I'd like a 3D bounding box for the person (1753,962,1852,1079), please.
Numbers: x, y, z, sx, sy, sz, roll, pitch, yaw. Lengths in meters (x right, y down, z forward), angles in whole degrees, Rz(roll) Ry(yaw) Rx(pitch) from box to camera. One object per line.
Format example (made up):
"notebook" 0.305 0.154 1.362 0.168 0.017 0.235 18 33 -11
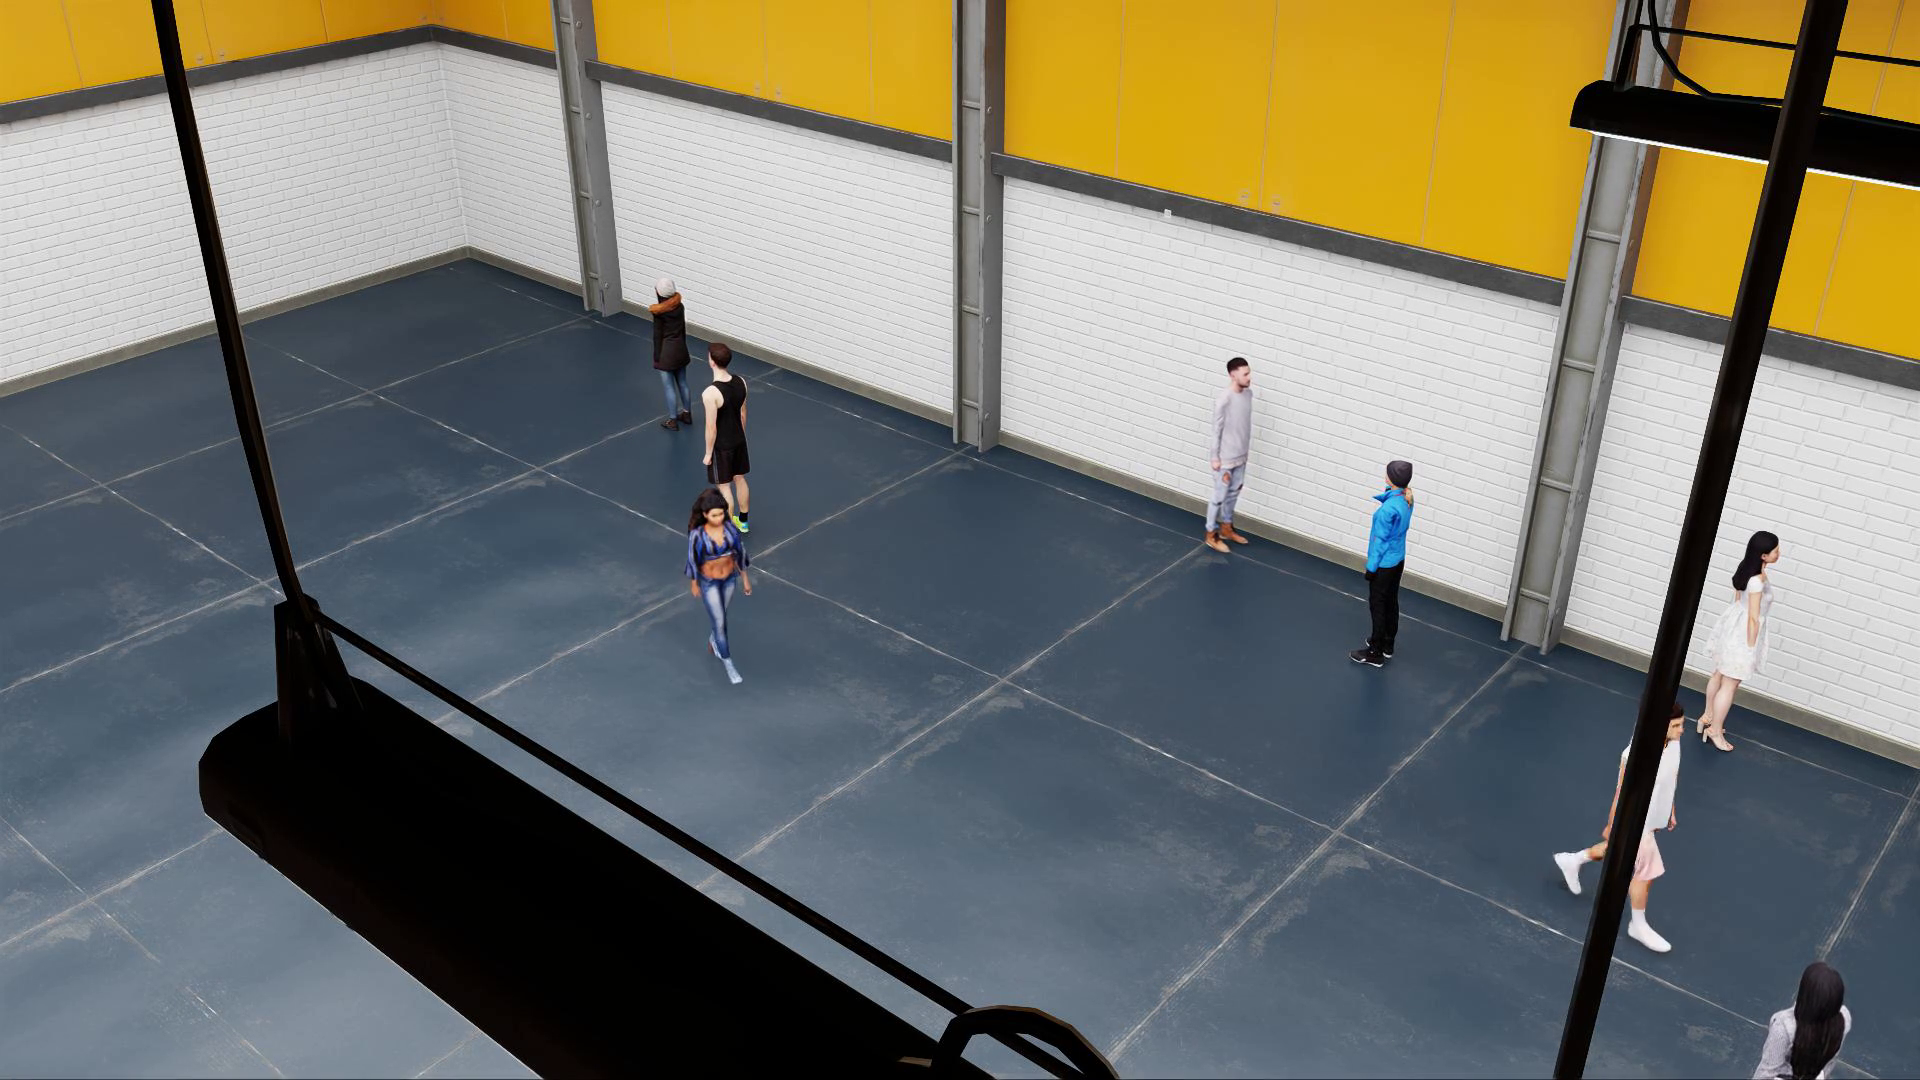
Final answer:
"person" 4.202 2.820 8.452 0.669 1.724 0.716 -4 29 -8

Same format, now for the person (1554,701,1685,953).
"person" 4.209 1.694 10.487 0.740 1.752 1.162 -23 36 -35

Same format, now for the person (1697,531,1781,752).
"person" 5.739 0.729 12.232 0.790 1.775 0.762 6 29 10

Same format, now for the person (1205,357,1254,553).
"person" 2.416 -0.797 14.962 0.698 1.839 0.609 -24 37 -37

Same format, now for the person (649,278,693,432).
"person" -2.994 -1.938 17.270 0.621 1.634 0.634 17 33 29

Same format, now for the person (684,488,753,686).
"person" -1.954 0.311 13.200 0.815 1.582 1.057 -17 33 -28

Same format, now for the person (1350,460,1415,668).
"person" 3.396 0.178 13.218 0.511 1.798 0.618 23 36 36

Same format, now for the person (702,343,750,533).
"person" -2.122 -0.890 15.079 0.591 1.891 0.704 19 34 30
